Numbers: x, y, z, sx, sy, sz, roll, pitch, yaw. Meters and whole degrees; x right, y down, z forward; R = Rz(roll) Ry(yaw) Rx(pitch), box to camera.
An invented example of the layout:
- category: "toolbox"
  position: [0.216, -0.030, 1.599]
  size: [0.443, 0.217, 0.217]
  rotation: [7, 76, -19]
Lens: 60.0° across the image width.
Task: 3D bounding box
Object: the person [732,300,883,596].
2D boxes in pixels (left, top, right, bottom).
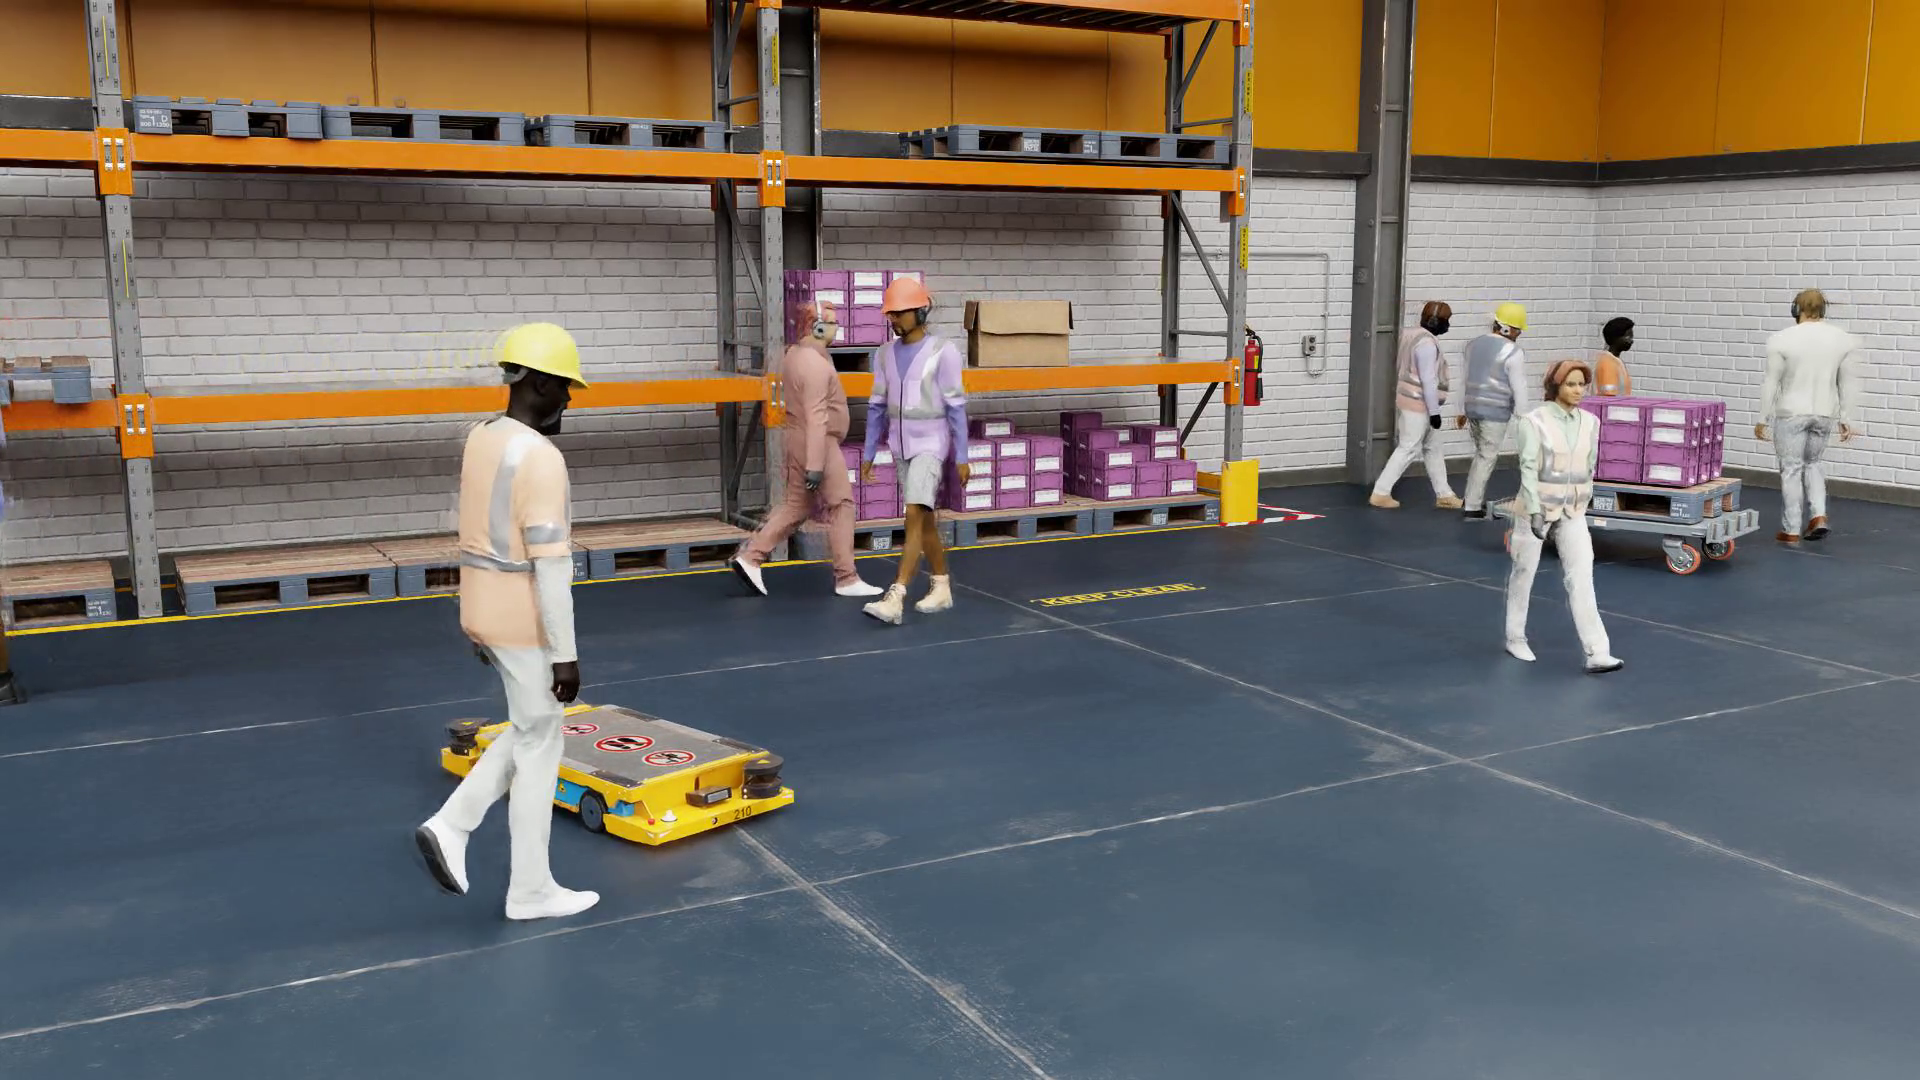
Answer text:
- category: "person"
  position: [-0.971, -0.556, 10.375]
  size: [0.879, 1.879, 0.638]
  rotation: [-4, 10, -21]

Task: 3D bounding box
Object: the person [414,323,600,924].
- category: "person"
  position: [-1.414, 0.269, 5.265]
  size: [0.571, 1.893, 0.675]
  rotation: [-7, 12, -37]

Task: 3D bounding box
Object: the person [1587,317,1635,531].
- category: "person"
  position: [5.133, -0.907, 13.086]
  size: [0.383, 1.684, 0.540]
  rotation: [6, 11, 34]

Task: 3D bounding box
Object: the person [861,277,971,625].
- category: "person"
  position: [-0.343, -0.510, 9.692]
  size: [0.633, 1.997, 0.995]
  rotation: [8, 12, 40]

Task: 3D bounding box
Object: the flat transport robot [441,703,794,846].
- category: "flat transport robot"
  position: [-1.370, 0.875, 6.524]
  size: [1.431, 0.197, 0.652]
  rotation: [8, 13, 42]

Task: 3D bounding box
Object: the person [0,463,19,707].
- category: "person"
  position: [-4.649, -0.139, 7.687]
  size: [0.435, 1.916, 0.546]
  rotation: [-7, 11, -35]

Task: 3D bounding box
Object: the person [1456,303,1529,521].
- category: "person"
  position: [4.367, -1.030, 13.542]
  size: [0.563, 1.785, 0.615]
  rotation: [-4, 10, -24]

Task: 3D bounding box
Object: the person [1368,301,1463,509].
- category: "person"
  position: [3.924, -1.142, 14.207]
  size: [0.862, 1.797, 0.654]
  rotation: [2, 10, 12]

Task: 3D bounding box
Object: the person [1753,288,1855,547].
- category: "person"
  position: [6.259, -0.904, 12.348]
  size: [0.639, 1.917, 0.426]
  rotation: [0, 9, -3]

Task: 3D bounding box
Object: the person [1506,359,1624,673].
- category: "person"
  position: [3.081, -0.110, 8.488]
  size: [0.514, 1.598, 0.848]
  rotation: [-2, 10, -13]
